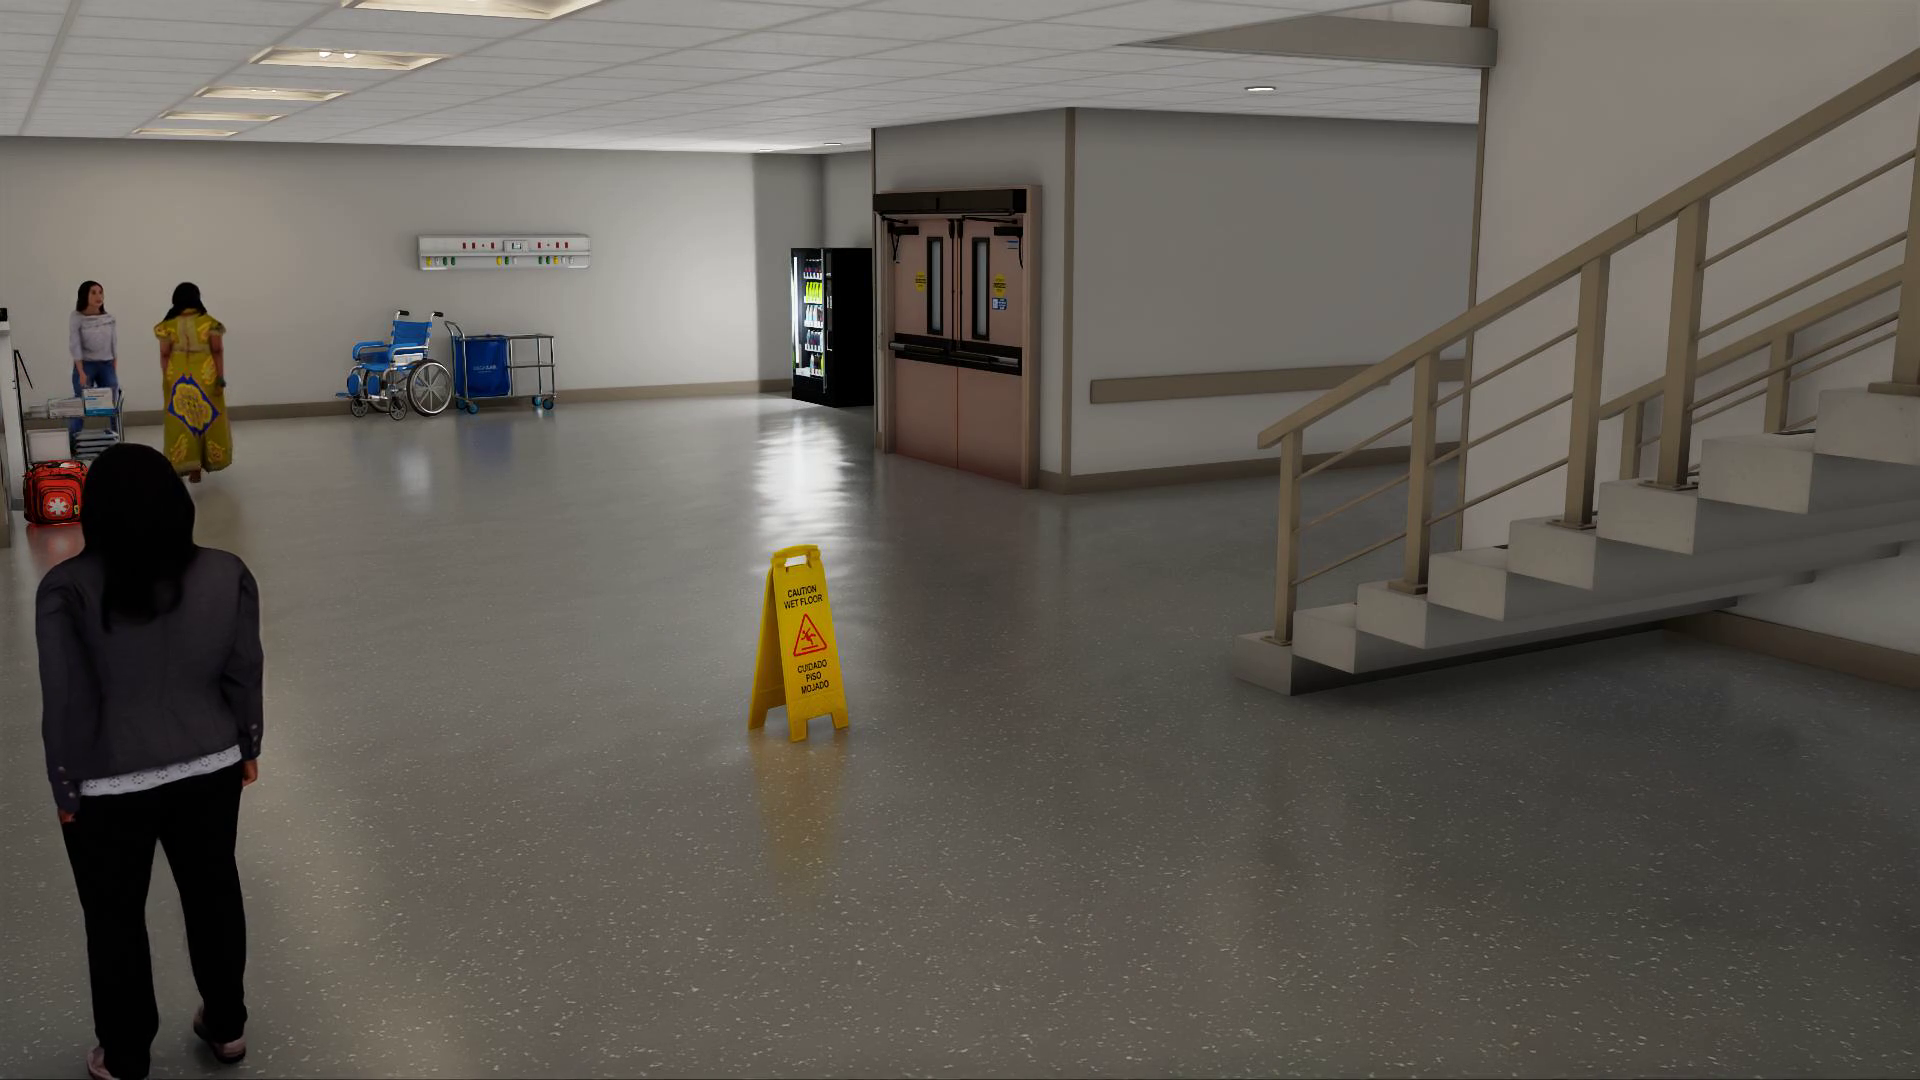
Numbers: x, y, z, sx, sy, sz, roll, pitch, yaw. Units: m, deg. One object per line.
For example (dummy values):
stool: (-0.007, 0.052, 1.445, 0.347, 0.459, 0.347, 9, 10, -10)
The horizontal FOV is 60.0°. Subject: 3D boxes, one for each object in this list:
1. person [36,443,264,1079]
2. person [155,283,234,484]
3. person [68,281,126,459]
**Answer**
person: (-1.986, 0.556, 4.092, 0.741, 1.594, 0.740, 10, 15, 43)
person: (-6.191, -1.220, 13.455, 0.805, 1.593, 1.386, -5, 12, -26)
person: (-7.706, -1.454, 14.686, 1.148, 1.594, 0.888, 8, 13, 36)
